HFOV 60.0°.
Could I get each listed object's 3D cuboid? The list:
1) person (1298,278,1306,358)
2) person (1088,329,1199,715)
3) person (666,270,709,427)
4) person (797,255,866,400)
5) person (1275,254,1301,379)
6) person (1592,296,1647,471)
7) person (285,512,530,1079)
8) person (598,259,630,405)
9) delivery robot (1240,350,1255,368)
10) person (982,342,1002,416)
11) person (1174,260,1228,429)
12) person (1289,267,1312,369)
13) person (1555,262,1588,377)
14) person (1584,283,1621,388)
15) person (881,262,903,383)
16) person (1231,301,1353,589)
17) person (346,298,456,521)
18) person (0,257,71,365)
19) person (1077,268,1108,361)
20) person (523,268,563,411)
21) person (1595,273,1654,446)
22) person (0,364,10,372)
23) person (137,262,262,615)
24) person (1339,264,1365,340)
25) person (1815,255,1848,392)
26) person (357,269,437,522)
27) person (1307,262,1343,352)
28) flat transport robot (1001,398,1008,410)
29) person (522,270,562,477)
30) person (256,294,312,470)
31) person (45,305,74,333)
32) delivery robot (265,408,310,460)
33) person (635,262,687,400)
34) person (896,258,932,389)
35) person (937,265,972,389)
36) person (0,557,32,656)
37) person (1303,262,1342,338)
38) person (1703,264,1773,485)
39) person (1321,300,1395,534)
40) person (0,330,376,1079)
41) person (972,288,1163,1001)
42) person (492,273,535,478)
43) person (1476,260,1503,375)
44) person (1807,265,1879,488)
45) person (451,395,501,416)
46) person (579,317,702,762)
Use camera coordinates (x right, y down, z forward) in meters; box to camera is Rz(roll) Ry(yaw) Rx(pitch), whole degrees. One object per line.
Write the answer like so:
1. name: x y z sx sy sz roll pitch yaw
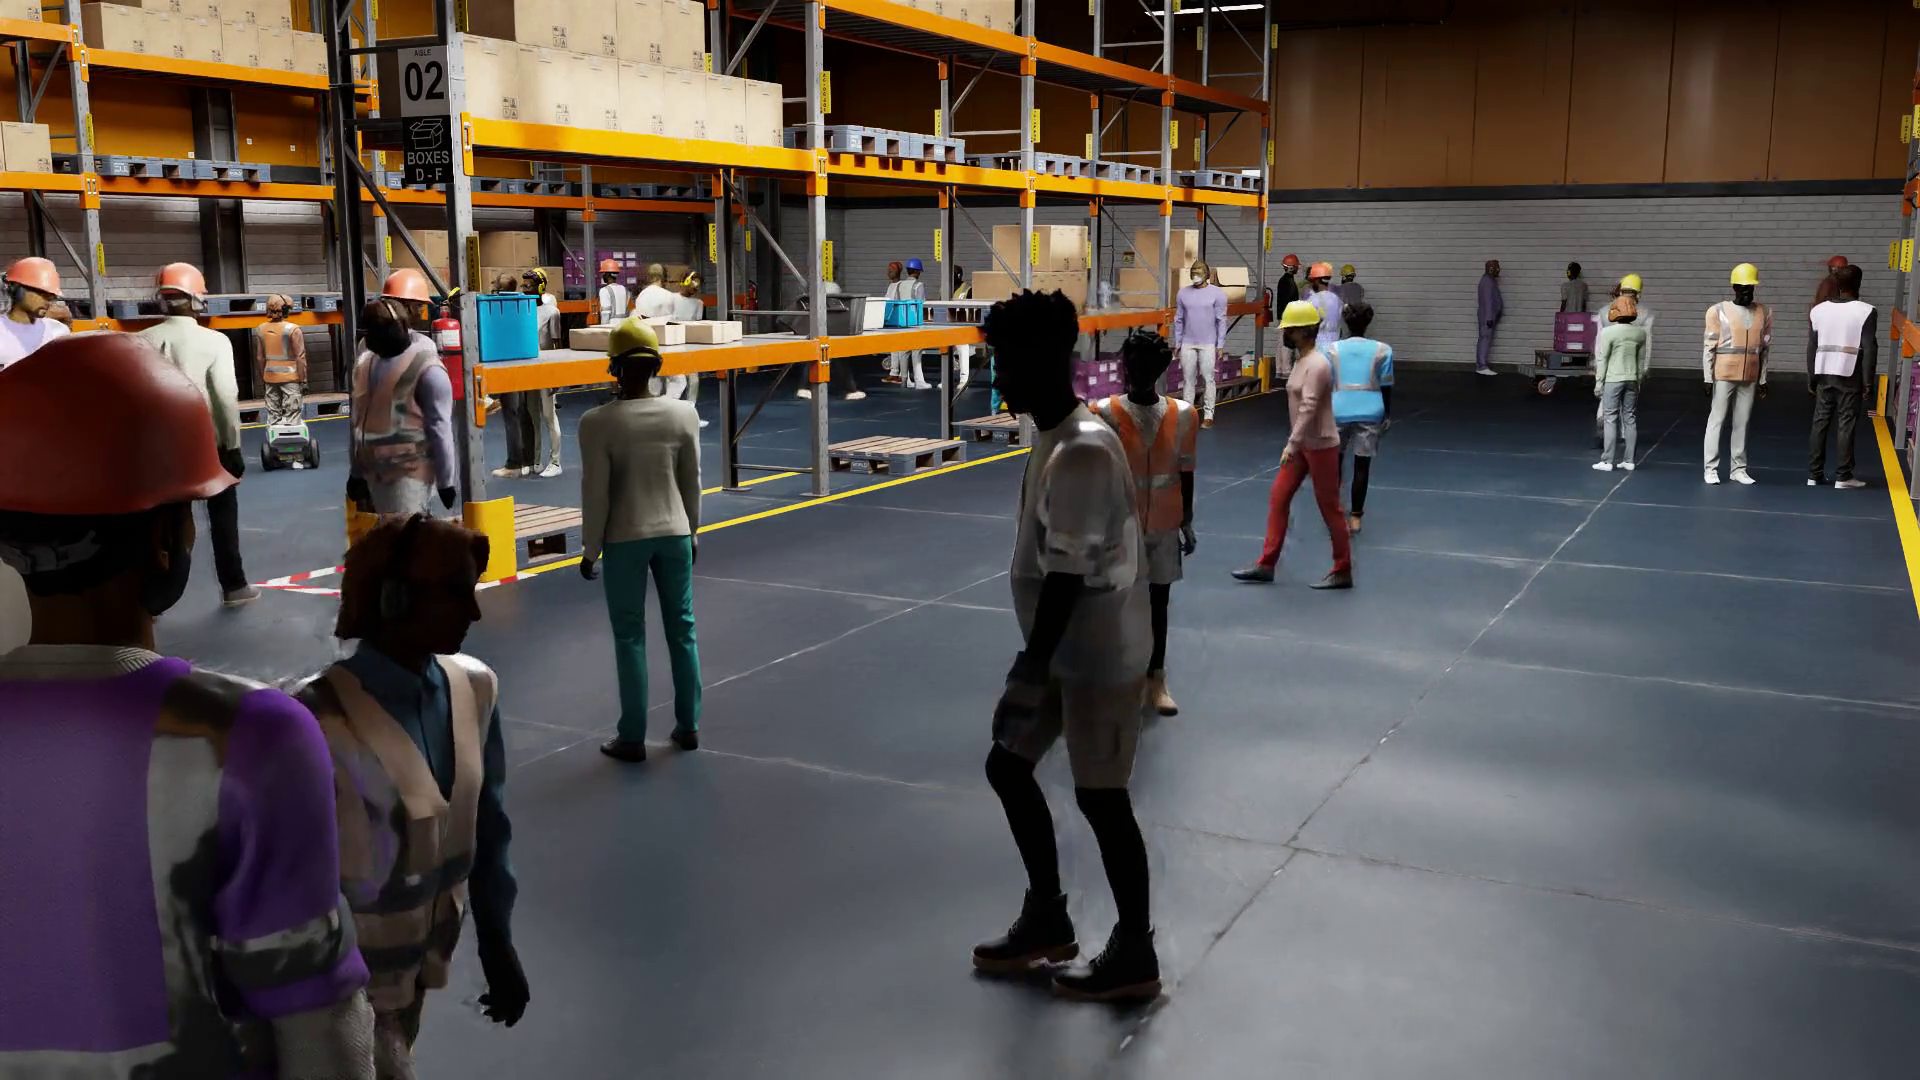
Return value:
1. person: 5.980 -3.734 28.026 0.420 1.886 0.673 -4 11 -23
2. person: 0.781 -0.068 7.256 0.535 1.699 0.322 -2 10 -9
3. person: -3.225 -2.170 19.080 0.667 1.831 0.335 -5 11 -26
4. person: -1.815 -2.928 22.826 1.021 2.000 0.688 -7 12 -35
5. person: 5.271 -3.576 26.706 0.378 1.995 0.609 -1 10 -6
6. person: 6.148 -1.453 15.494 0.494 1.624 0.282 -3 10 -18
7. person: -0.950 0.750 2.809 0.801 1.588 0.532 3 10 16
8. person: -4.629 -2.758 22.142 0.357 1.937 0.551 4 11 23
9. delivery robot: 4.342 -2.605 24.979 0.477 0.478 0.707 0 10 -1
10. person: 0.561 -2.417 20.516 0.581 1.820 0.826 2 10 11
11. person: 2.754 -2.246 19.173 0.636 1.936 0.355 6 11 29
12. person: 5.795 -3.678 27.913 0.662 1.798 0.628 0 10 0
13. person: 9.953 -3.580 27.106 0.514 1.868 0.329 -3 10 -18
14. person: 9.767 -3.057 24.863 0.816 1.600 0.510 1 10 3
15. person: -0.986 -3.377 25.880 0.357 1.883 0.573 -6 11 -31
16. person: 2.011 -0.554 9.976 0.809 1.733 0.543 -1 10 -7
17. person: -2.855 -0.368 8.758 0.638 1.809 0.831 6 12 32
18. person: -5.370 -0.613 9.543 0.815 1.989 0.624 4 11 24
19. person: 1.846 -3.172 24.572 0.664 1.925 0.484 9 13 41
20. person: -5.382 -2.561 21.305 0.601 1.830 0.403 2 10 14
21. person: 6.891 -1.862 17.312 0.600 1.816 0.694 7 12 37
22. person: -3.673 0.122 6.427 0.527 1.606 0.806 0 10 -3
23. person: -4.302 -0.553 9.277 0.633 1.972 0.814 2 10 9
24. person: 6.364 -3.607 27.355 0.592 1.834 0.404 -6 12 -32
25. person: 12.622 -3.097 23.965 0.594 1.983 0.645 8 12 38
26. person: -3.148 -0.570 9.506 0.543 1.929 0.380 5 11 25
27. person: 4.037 -2.147 18.644 0.550 1.934 0.372 -10 14 -44
28. flat transport robot: 1.048 -1.824 21.554 0.652 0.197 1.431 6 11 29
29. person: -3.830 -1.502 15.066 0.512 1.872 0.328 6 11 29
30. person: -6.314 -1.468 15.537 0.521 1.640 0.306 3 10 18
31. person: -7.446 -1.118 13.634 0.525 1.583 0.603 2 10 10
32. delivery robot: -6.366 -1.006 15.726 0.477 0.478 0.707 -5 11 -25
33. person: -3.251 -2.040 18.039 0.490 1.915 0.648 -9 13 -43
34. person: -0.699 -3.230 24.848 0.391 1.947 0.602 -10 14 -44
35. person: -0.074 -3.169 24.799 0.621 1.845 0.429 6 11 30
36. person: -1.404 0.624 2.268 0.396 2.038 0.611 3 10 14
37. person: 5.594 -3.324 25.596 0.603 1.887 0.847 0 10 0
38. person: 6.795 -1.441 14.549 0.587 1.927 0.369 -1 10 -3
39. person: 2.855 -0.887 12.026 0.544 1.681 0.375 3 10 16
40. person: -0.909 0.740 1.885 0.543 1.940 0.361 1 10 4
41. person: 0.263 0.305 4.442 0.668 1.927 0.616 -1 10 -8
42. person: -4.056 -1.481 15.023 0.345 1.844 0.507 3 10 17
43. person: 8.817 -3.703 27.696 0.404 1.911 0.636 2 10 13
44. person: 7.594 -1.403 14.342 0.385 1.921 0.596 -6 11 -31
45. person: -6.158 -2.449 20.655 1.024 1.826 0.590 0 10 0
46. person: -1.275 0.001 6.661 0.523 1.769 0.321 -7 12 -35
